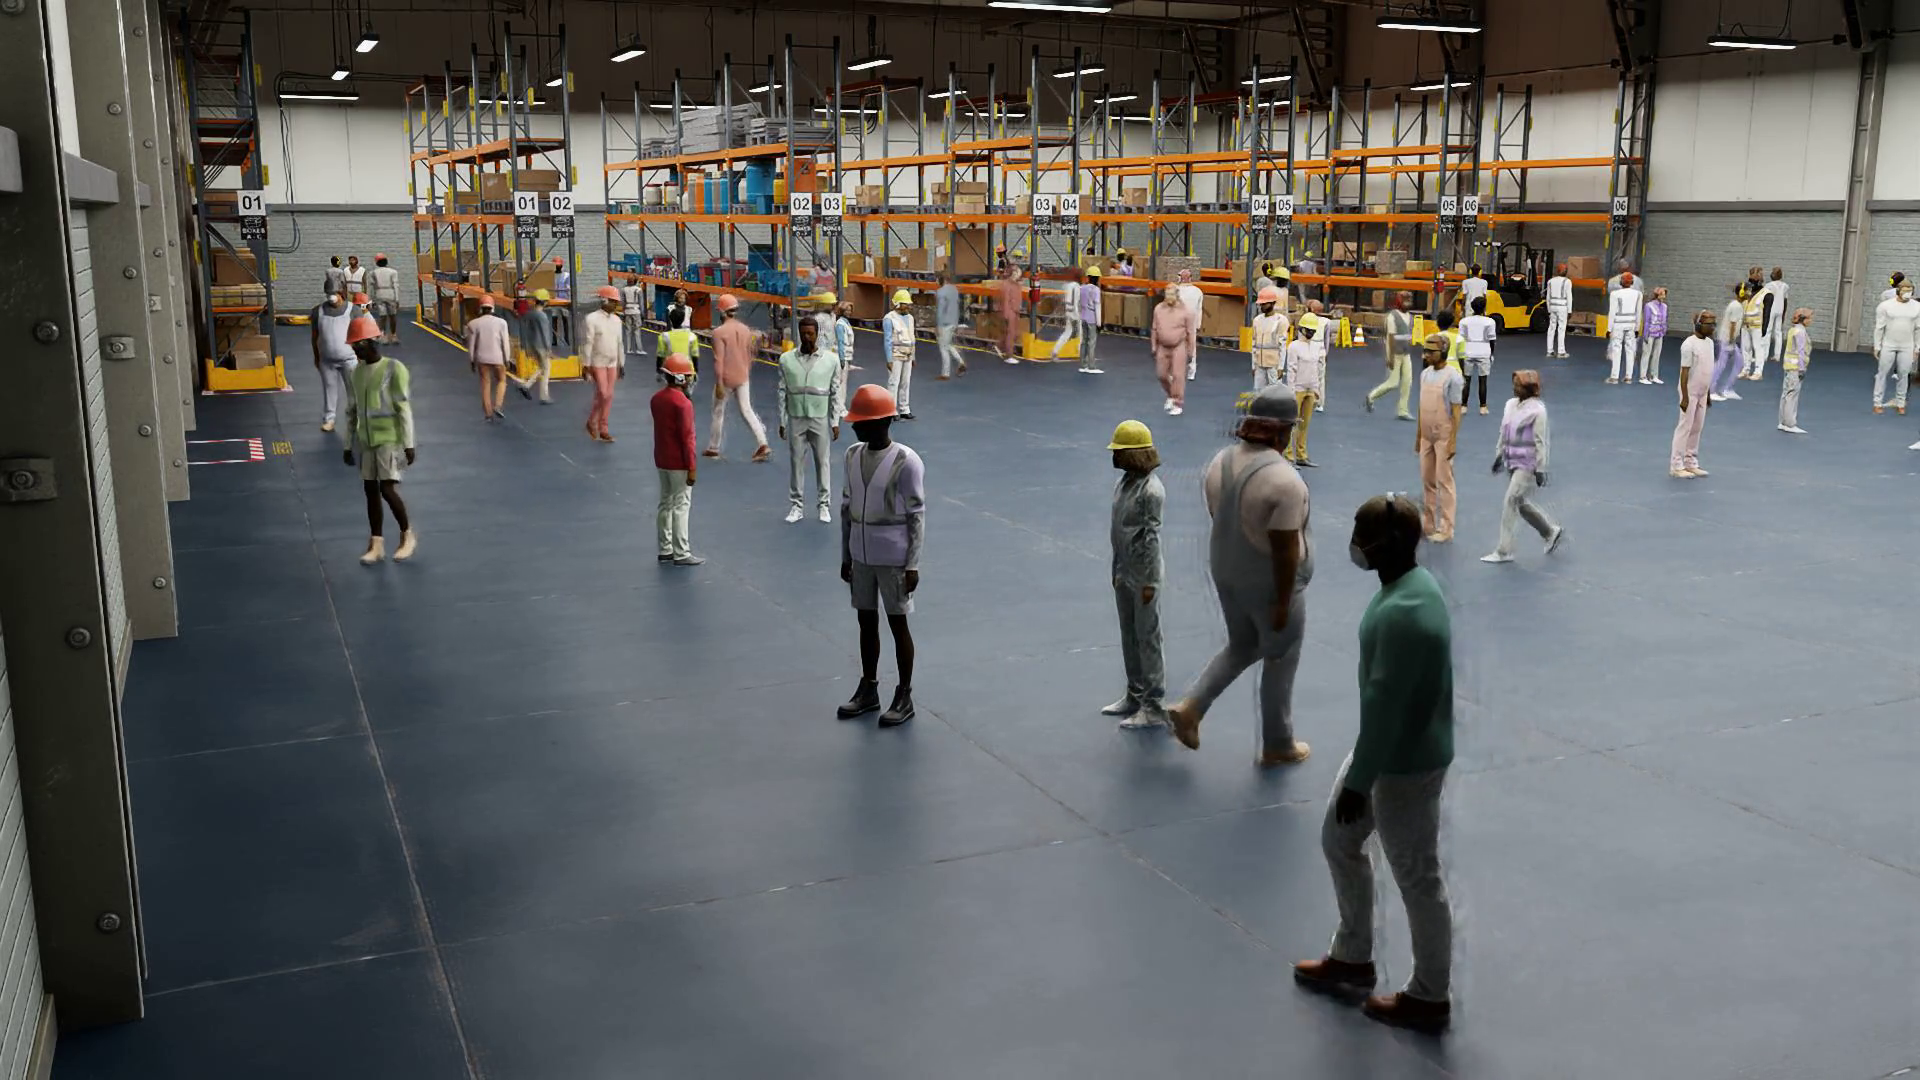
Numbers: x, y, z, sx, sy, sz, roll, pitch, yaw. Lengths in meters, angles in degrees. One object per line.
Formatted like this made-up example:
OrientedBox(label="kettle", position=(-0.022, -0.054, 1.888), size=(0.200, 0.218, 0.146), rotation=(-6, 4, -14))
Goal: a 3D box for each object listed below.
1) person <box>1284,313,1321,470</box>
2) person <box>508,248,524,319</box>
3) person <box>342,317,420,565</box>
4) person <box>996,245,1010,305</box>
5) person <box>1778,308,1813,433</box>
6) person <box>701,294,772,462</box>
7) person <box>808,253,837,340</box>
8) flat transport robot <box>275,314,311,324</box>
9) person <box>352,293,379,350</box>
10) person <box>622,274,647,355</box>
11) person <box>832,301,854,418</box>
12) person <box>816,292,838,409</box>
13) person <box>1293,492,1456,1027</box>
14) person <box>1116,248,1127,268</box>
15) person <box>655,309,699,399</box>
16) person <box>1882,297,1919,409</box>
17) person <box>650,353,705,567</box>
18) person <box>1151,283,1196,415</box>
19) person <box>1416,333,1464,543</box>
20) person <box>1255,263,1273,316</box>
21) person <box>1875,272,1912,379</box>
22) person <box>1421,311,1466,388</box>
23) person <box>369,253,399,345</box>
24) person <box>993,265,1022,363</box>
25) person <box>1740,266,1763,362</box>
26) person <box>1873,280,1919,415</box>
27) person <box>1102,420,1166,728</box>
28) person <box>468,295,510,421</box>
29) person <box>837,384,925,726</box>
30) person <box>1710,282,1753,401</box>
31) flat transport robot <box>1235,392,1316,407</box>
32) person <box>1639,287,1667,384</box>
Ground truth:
OrientedBox(label="person", position=(3.884, -1.678, 18.775), size=(0.523, 1.762, 0.329), rotation=(-9, 14, -39))
OrientedBox(label="person", position=(-11.995, -6.931, 44.969), size=(0.840, 1.967, 0.613), rotation=(10, 15, 41))
OrientedBox(label="person", position=(-4.794, -0.806, 13.656), size=(0.640, 2.027, 0.460), rotation=(5, 12, 26))
OrientedBox(label="person", position=(1.121, -6.838, 44.317), size=(0.402, 2.031, 0.616), rotation=(3, 12, 15))
OrientedBox(label="person", position=(11.007, -2.233, 21.904), size=(0.310, 1.639, 0.514), rotation=(2, 11, 11))
OrientedBox(label="person", position=(-2.595, -1.876, 19.310), size=(0.998, 1.955, 0.640), rotation=(9, 14, 38))
OrientedBox(label="person", position=(-3.082, -5.511, 37.538), size=(0.692, 2.000, 1.038), rotation=(-3, 12, -16))
OrientedBox(label="flat transport robot", position=(-17.484, -5.742, 43.226), size=(1.431, 0.197, 0.652), rotation=(7, 13, 33))
OrientedBox(label="person", position=(-8.459, -2.640, 23.679), size=(0.343, 1.749, 0.573), rotation=(-6, 13, -28))
OrientedBox(label="person", position=(-6.665, -4.602, 33.936), size=(0.515, 1.641, 0.314), rotation=(6, 13, 27))
OrientedBox(label="person", position=(-1.649, -2.548, 23.514), size=(0.315, 1.636, 0.515), rotation=(1, 11, 5))
OrientedBox(label="person", position=(-1.953, -2.775, 24.436), size=(0.391, 1.733, 0.492), rotation=(7, 13, 30))
OrientedBox(label="person", position=(1.458, 0.784, 5.878), size=(0.722, 1.915, 0.653), rotation=(2, 11, 10))
OrientedBox(label="person", position=(4.555, -7.069, 45.833), size=(0.476, 1.903, 0.769), rotation=(0, 11, -2))
OrientedBox(label="person", position=(-3.641, -2.129, 21.332), size=(0.538, 1.655, 0.848), rotation=(-5, 12, -24))
OrientedBox(label="person", position=(14.065, -2.716, 24.325), size=(0.535, 1.654, 0.840), rotation=(-8, 13, -34))
OrientedBox(label="person", position=(-2.302, -0.653, 13.612), size=(0.346, 1.746, 0.568), rotation=(-9, 14, -38))
OrientedBox(label="person", position=(3.077, -2.743, 23.883), size=(0.684, 1.884, 0.532), rotation=(8, 14, 35))
OrientedBox(label="person", position=(4.186, -0.896, 14.612), size=(0.340, 1.838, 0.506), rotation=(-5, 12, -23))
OrientedBox(label="person", position=(6.217, -4.712, 33.925), size=(0.309, 1.864, 0.535), rotation=(-5, 12, -23))
OrientedBox(label="person", position=(16.269, -3.736, 28.991), size=(0.510, 1.862, 0.329), rotation=(2, 11, 12))
OrientedBox(label="person", position=(6.079, -2.061, 20.991), size=(0.542, 1.640, 0.806), rotation=(-1, 11, -4))
OrientedBox(label="person", position=(-12.578, -5.260, 36.376), size=(0.626, 1.987, 0.878), rotation=(-3, 11, -13))
OrientedBox(label="person", position=(0.931, -4.349, 32.046), size=(0.563, 1.891, 0.637), rotation=(5, 12, 25))
OrientedBox(label="person", position=(15.344, -4.367, 32.222), size=(0.334, 1.845, 0.513), rotation=(3, 12, 16))
OrientedBox(label="person", position=(13.420, -2.751, 23.803), size=(0.631, 1.932, 0.363), rotation=(4, 12, 18))
OrientedBox(label="person", position=(0.978, 0.187, 9.365), size=(0.336, 1.733, 0.480), rotation=(-5, 12, -22))
OrientedBox(label="person", position=(-6.545, -2.532, 23.148), size=(0.585, 1.741, 0.414), rotation=(0, 11, -2))
OrientedBox(label="person", position=(-0.464, 0.088, 9.354), size=(0.551, 1.933, 0.368), rotation=(8, 14, 35))
OrientedBox(label="person", position=(11.824, -3.038, 25.520), size=(0.634, 1.826, 0.520), rotation=(7, 13, 31))
OrientedBox(label="flat transport robot", position=(4.735, -2.113, 24.782), size=(0.652, 0.197, 1.431), rotation=(9, 14, 37))
OrientedBox(label="person", position=(11.723, -3.444, 28.083), size=(0.514, 1.634, 0.313), rotation=(-6, 13, -27))
